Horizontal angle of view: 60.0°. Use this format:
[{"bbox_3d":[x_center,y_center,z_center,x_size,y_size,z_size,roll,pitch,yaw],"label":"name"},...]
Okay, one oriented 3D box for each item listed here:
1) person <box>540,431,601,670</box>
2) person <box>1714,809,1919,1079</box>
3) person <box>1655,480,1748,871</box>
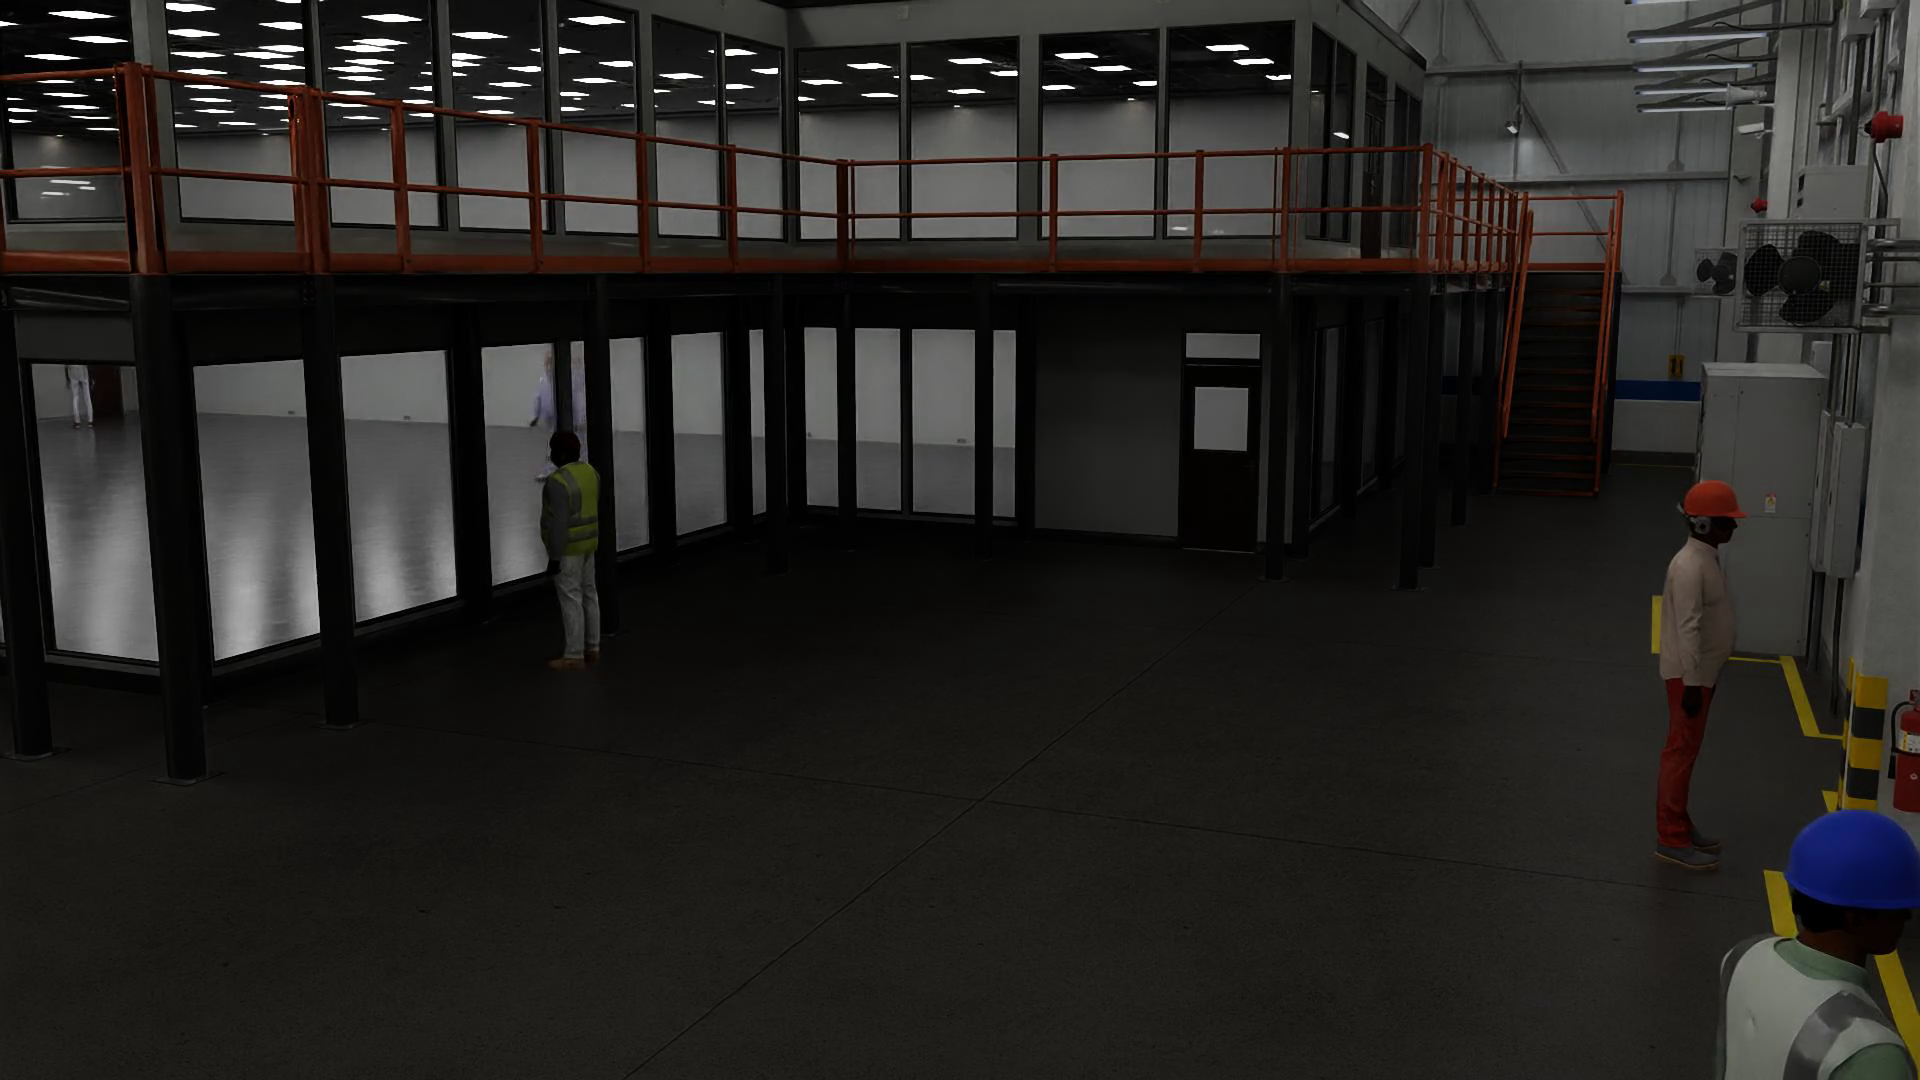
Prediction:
[{"bbox_3d":[-2.998,0.078,12.784,0.429,1.842,0.629,3,10,16],"label":"person"},{"bbox_3d":[1.827,1.518,3.573,0.388,1.947,0.614,0,9,-1],"label":"person"},{"bbox_3d":[3.801,0.682,8.588,0.375,1.995,0.611,5,10,28],"label":"person"}]
